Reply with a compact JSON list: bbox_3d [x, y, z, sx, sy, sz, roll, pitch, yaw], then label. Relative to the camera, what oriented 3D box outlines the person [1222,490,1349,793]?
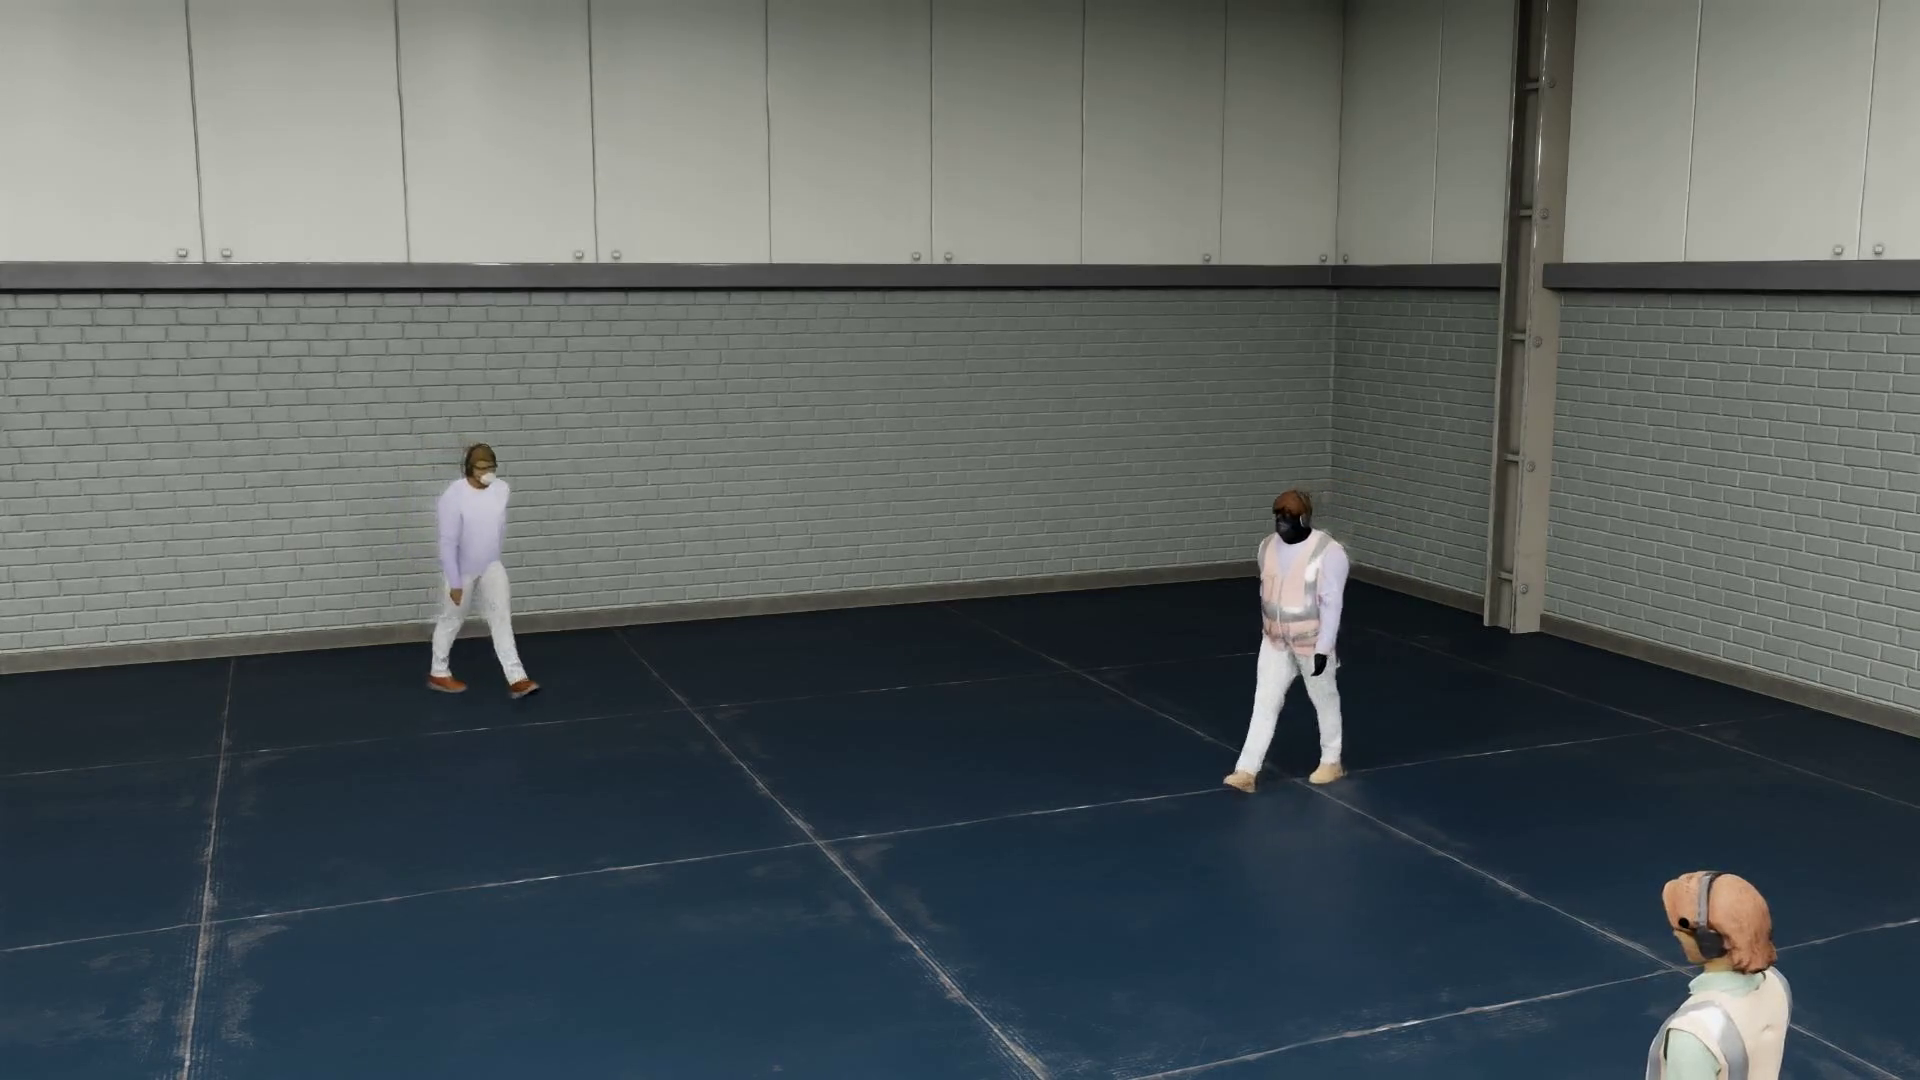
[{"bbox_3d":[1.965,0.604,9.749,0.629,1.790,0.950,9,13,44],"label":"person"}]

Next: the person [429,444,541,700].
[{"bbox_3d":[-3.455,0.226,11.885,1.056,1.855,0.658,6,11,34],"label":"person"}]

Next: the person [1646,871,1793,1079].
[{"bbox_3d":[1.805,1.587,4.009,0.513,1.640,0.309,-9,13,-44],"label":"person"}]
